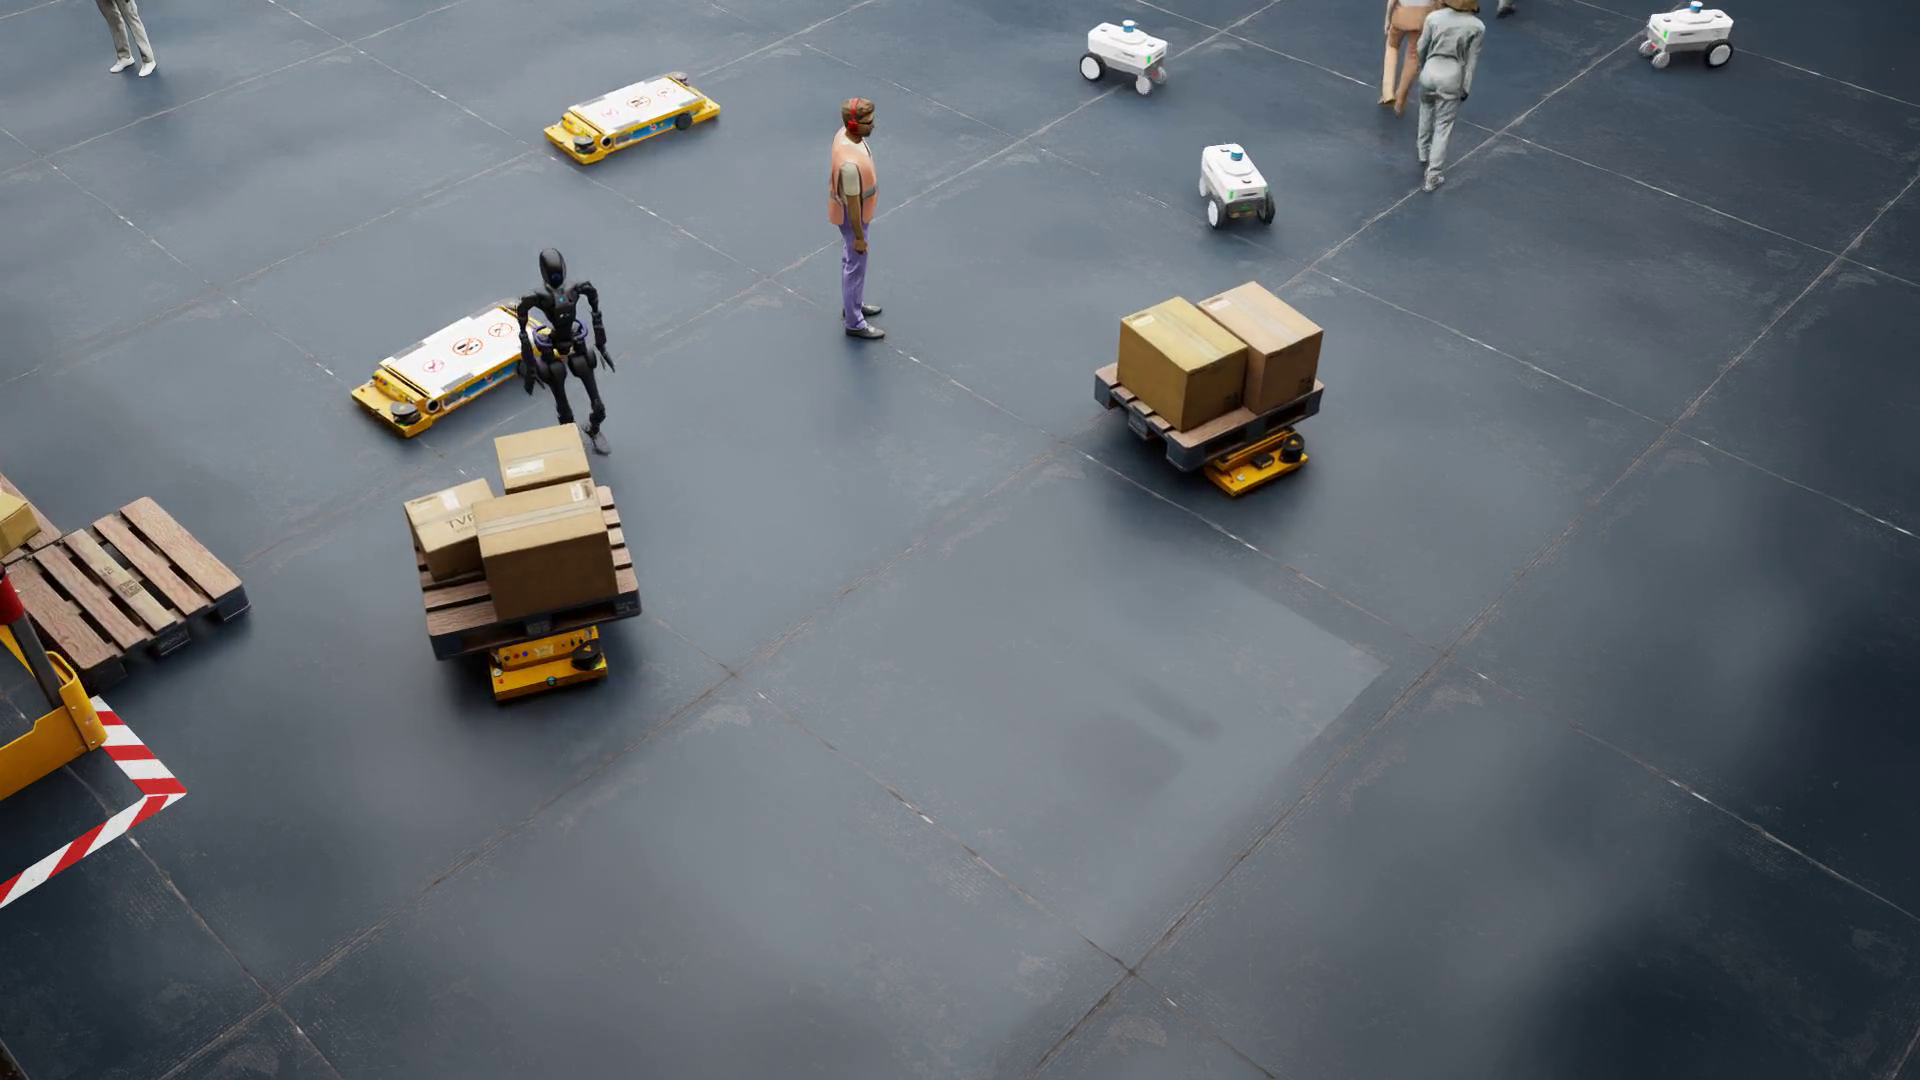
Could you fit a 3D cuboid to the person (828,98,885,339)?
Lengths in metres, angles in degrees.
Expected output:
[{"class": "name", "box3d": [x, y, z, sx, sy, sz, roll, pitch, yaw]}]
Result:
[{"class": "person", "box3d": [-0.761, -2.308, 11.915, 0.372, 1.840, 0.568, -3, 42, -3]}]

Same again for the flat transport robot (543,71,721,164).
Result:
[{"class": "flat transport robot", "box3d": [-2.888, -3.736, 14.679, 1.431, 0.231, 0.659, -30, 50, -29]}]

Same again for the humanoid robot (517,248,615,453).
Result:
[{"class": "humanoid robot", "box3d": [-2.571, -1.209, 10.818, 0.599, 1.637, 0.369, -21, 46, -21]}]

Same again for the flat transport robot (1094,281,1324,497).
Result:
[{"class": "flat transport robot", "box3d": [1.680, -0.851, 11.472, 0.659, 0.231, 1.431, -24, 47, -24]}]

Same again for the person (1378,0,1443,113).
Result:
[{"class": "person", "box3d": [3.954, -4.565, 14.507, 0.470, 1.725, 0.386, 9, 43, 9]}]

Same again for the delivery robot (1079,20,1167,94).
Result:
[{"class": "delivery robot", "box3d": [1.515, -4.473, 15.293, 0.807, 0.606, 0.499, 27, 48, 26]}]

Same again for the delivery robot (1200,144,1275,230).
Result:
[{"class": "delivery robot", "box3d": [2.231, -2.892, 13.534, 0.499, 0.606, 0.794, -9, 43, -10]}]

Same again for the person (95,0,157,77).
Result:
[{"class": "person", "box3d": [-7.725, -5.026, 15.082, 0.516, 1.645, 0.305, 12, 43, 13]}]

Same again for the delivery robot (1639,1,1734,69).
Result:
[{"class": "delivery robot", "box3d": [6.853, -4.738, 15.593, 0.791, 0.614, 0.499, -7, 42, -7]}]

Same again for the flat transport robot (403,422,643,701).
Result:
[{"class": "flat transport robot", "box3d": [-2.603, 0.356, 10.131, 0.659, 0.231, 1.431, -13, 44, -14]}]

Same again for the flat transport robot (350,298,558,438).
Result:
[{"class": "flat transport robot", "box3d": [-3.572, -1.256, 11.922, 0.659, 0.231, 1.431, 30, 50, 29]}]

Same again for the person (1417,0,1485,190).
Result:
[{"class": "person", "box3d": [3.972, -3.795, 13.684, 0.497, 1.679, 0.791, 16, 44, 17]}]

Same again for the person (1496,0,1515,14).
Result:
[{"class": "person", "box3d": [5.593, -6.058, 16.114, 0.935, 1.793, 0.555, -32, 51, -31]}]
